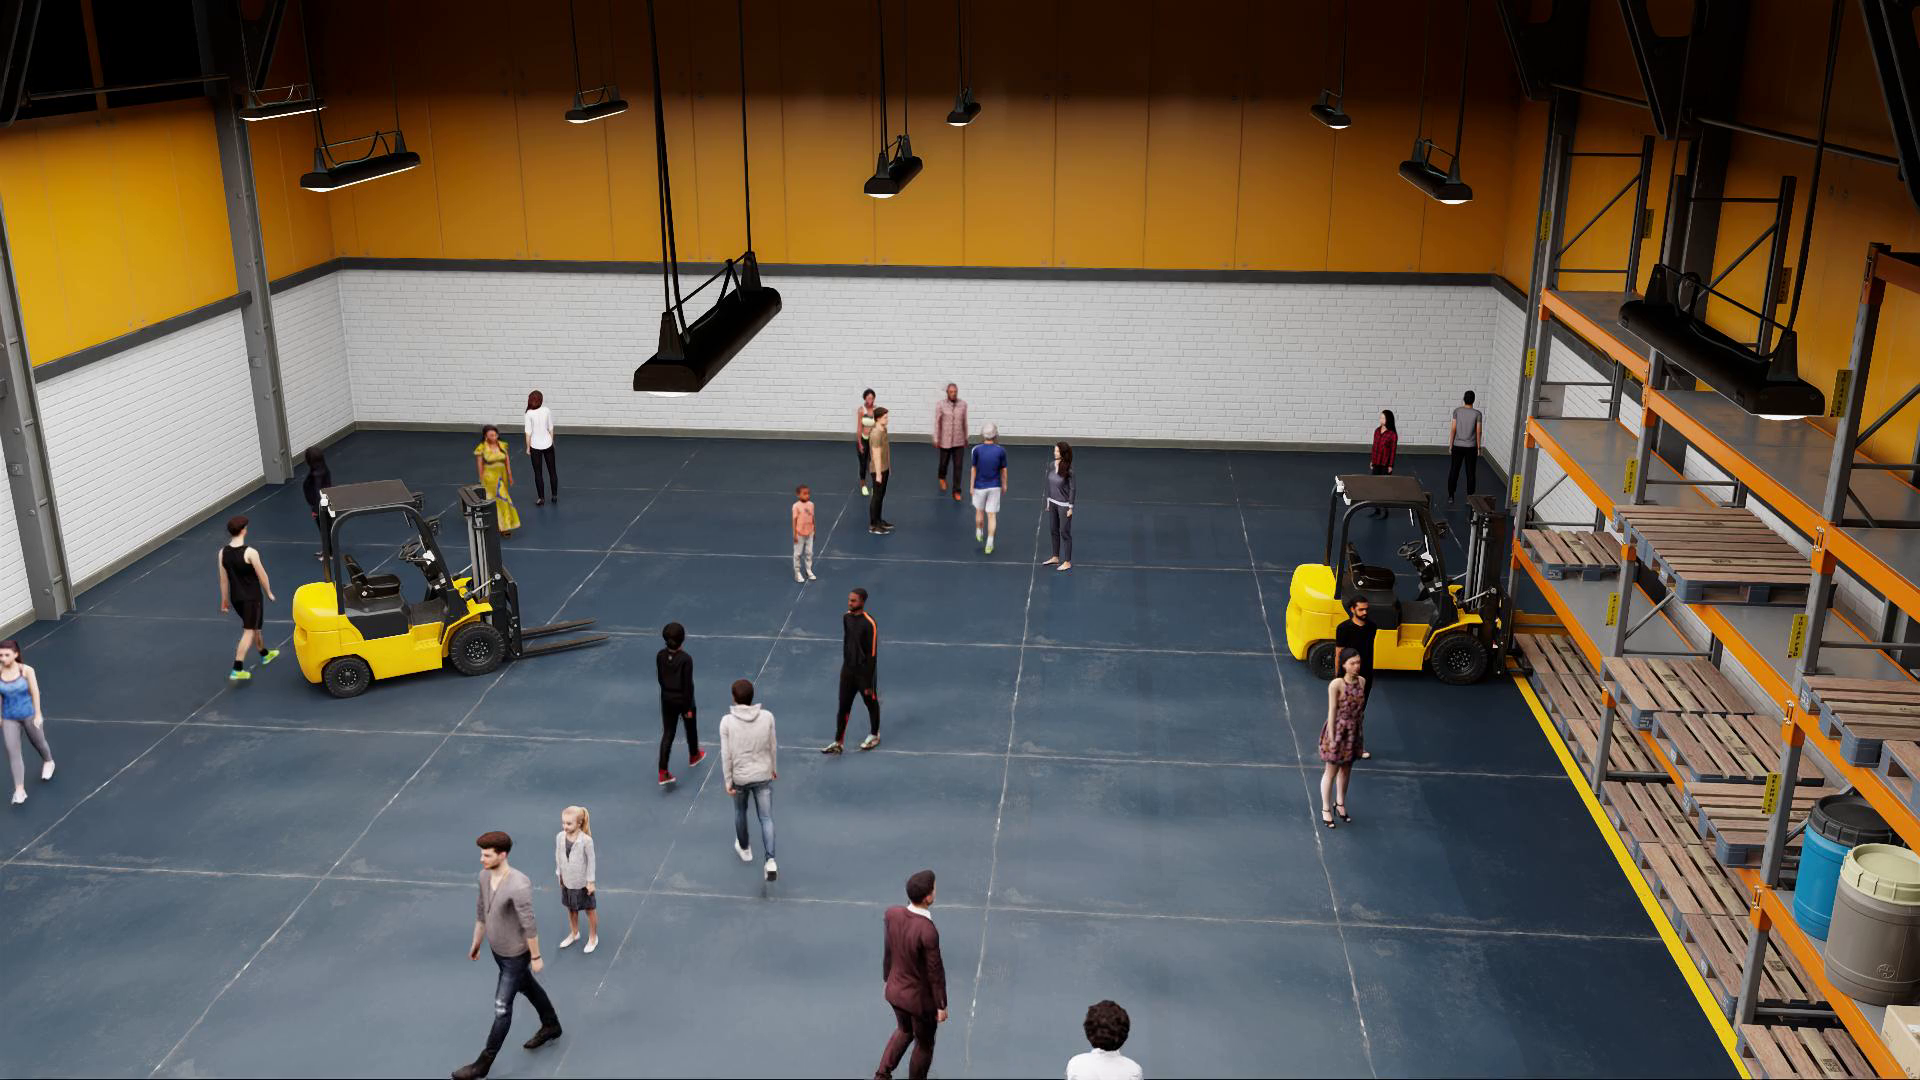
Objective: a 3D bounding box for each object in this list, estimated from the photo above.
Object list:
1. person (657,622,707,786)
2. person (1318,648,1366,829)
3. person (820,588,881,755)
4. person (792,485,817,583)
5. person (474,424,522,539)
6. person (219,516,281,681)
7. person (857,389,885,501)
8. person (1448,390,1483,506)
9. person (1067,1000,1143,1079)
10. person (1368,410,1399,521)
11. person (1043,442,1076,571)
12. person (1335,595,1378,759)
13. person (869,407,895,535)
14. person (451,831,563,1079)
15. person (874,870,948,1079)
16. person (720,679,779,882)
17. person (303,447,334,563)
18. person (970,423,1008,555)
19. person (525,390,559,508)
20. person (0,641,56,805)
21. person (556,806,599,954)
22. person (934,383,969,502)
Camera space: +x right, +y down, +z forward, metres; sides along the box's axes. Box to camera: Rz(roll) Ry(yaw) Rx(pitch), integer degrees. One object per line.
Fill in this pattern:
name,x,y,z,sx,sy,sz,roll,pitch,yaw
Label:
person,-2.832,1.644,16.418,0.797,1.635,1.156,7,20,19
person,3.599,1.846,15.602,0.800,1.773,0.844,-10,21,-27
person,-0.962,1.324,17.128,0.977,1.788,1.107,14,23,36
person,-2.089,-0.110,22.138,0.557,1.310,0.603,-10,21,-28
person,-6.733,-0.874,23.925,1.335,1.616,1.379,16,24,38
person,-8.140,0.704,18.874,0.821,1.850,1.211,5,19,15
person,-1.450,-1.487,25.597,0.835,1.711,1.131,-5,19,-15
person,7.696,-1.425,25.346,0.689,1.754,0.669,9,21,25
person,0.856,3.701,10.108,0.649,1.765,1.122,2,19,7
person,6.280,-1.134,24.641,0.717,1.652,0.634,-12,22,-31
person,1.374,-0.486,22.534,0.732,1.769,0.680,-16,24,-39
person,4.015,1.392,16.974,0.722,1.759,0.737,-8,20,-23
person,-1.165,-1.022,23.999,0.728,1.849,0.517,4,19,11
person,-3.195,2.962,12.154,1.165,1.858,1.280,17,25,41
person,-0.382,3.173,11.543,0.947,1.849,1.018,16,24,39
person,-1.821,2.136,14.665,0.955,1.821,1.282,-5,19,-14
person,-8.710,-0.492,22.793,0.810,1.615,0.696,-6,19,-17
person,0.388,-0.690,23.087,0.707,1.803,1.036,0,19,1
person,-6.331,-1.390,25.178,0.682,1.795,0.717,-12,22,-31
person,-9.166,1.718,16.300,0.801,1.571,1.129,-4,19,-11
person,-3.138,2.766,13.652,0.562,1.275,0.584,7,20,19
person,-0.141,-1.543,25.651,0.873,1.784,1.125,-4,19,-10
